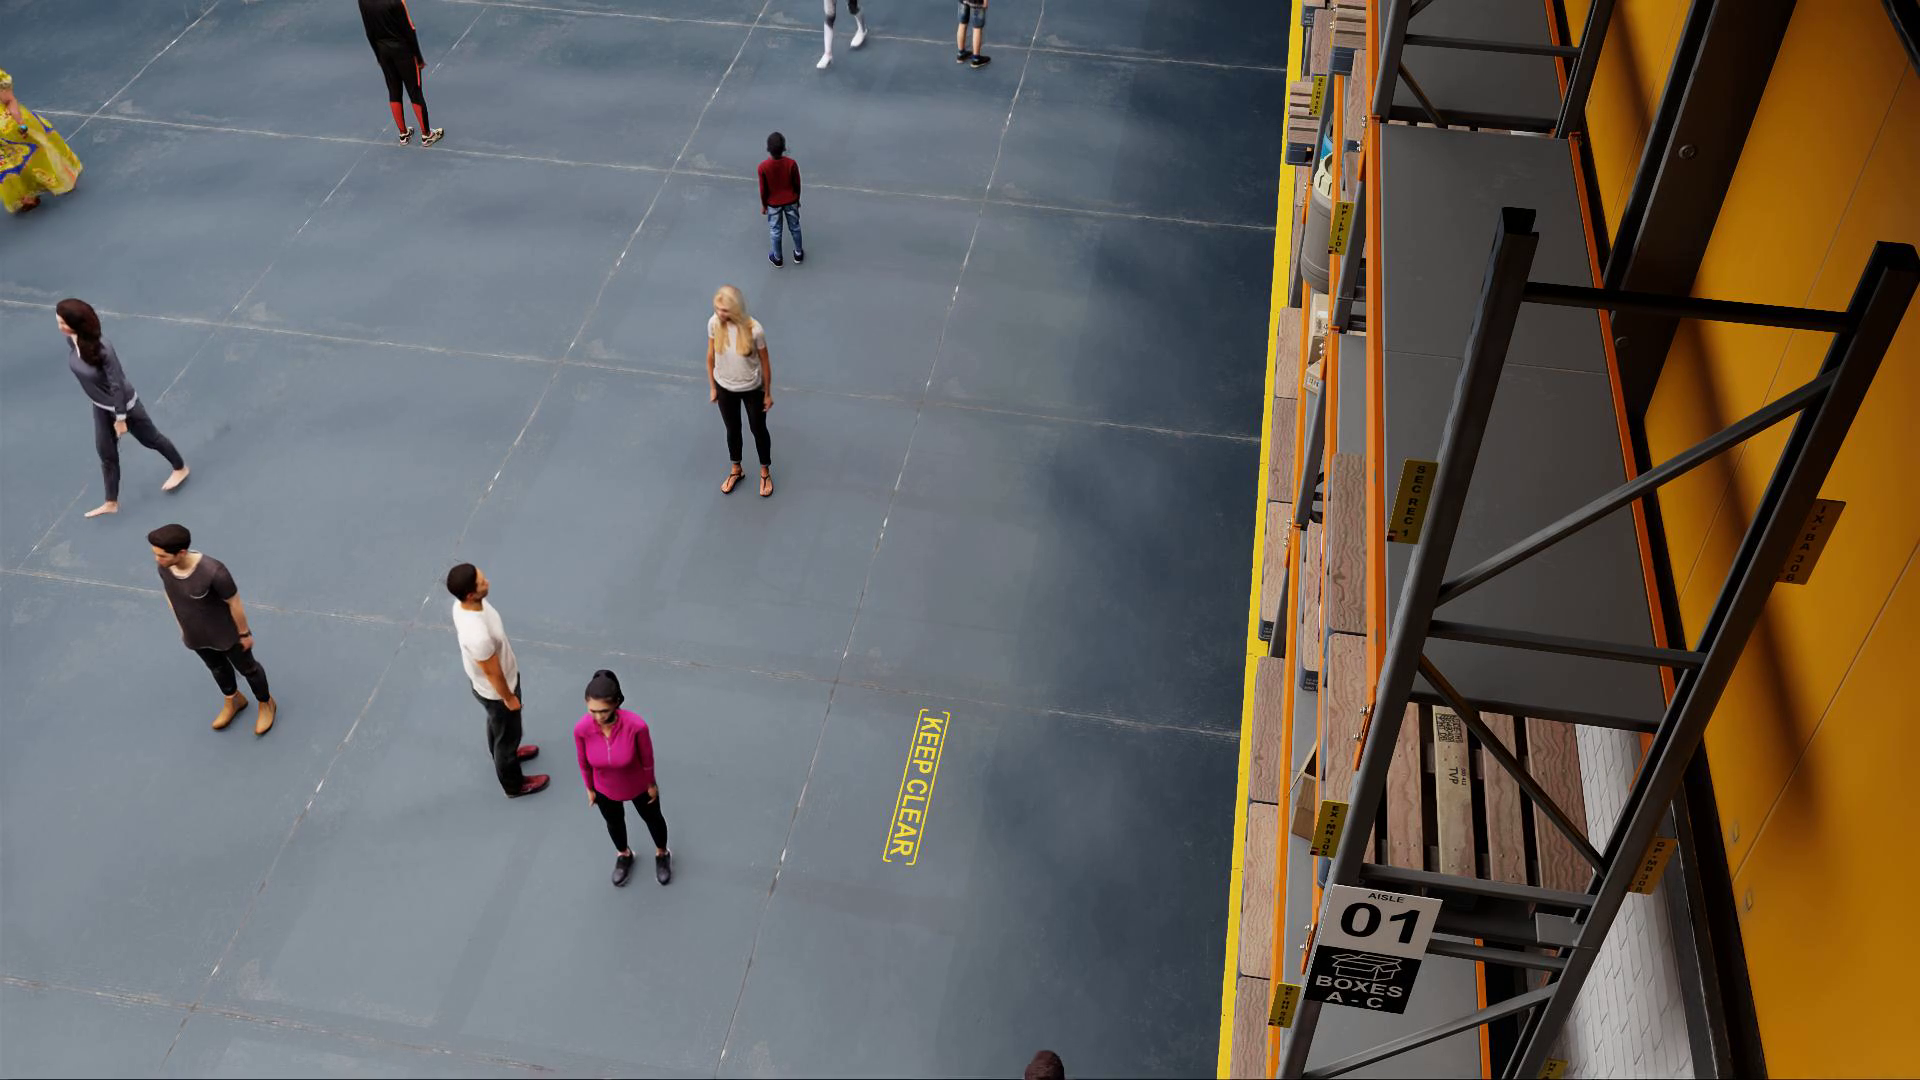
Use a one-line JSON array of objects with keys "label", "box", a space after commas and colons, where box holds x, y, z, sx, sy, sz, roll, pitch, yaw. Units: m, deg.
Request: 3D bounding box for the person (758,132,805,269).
[{"label": "person", "box": [-1.528, -2.911, 14.211, 0.578, 1.255, 0.600, -12, 45, -13]}]

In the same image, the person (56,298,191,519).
[{"label": "person", "box": [-5.949, -1.014, 11.875, 0.835, 1.731, 1.111, 19, 47, 19]}]

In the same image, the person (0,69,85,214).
[{"label": "person", "box": [-8.498, -3.625, 14.687, 0.735, 1.642, 1.042, 8, 44, 8]}]

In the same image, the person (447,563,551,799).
[{"label": "person", "box": [-2.800, 0.826, 9.901, 0.777, 1.799, 0.657, -14, 45, -14]}]

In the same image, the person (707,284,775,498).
[{"label": "person", "box": [-1.559, -1.081, 11.879, 0.594, 1.821, 0.511, 7, 44, 7]}]

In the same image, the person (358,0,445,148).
[{"label": "person", "box": [-5.262, -4.539, 15.519, 0.607, 1.808, 0.509, 7, 44, 7]}]

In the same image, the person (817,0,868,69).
[{"label": "person", "box": [-1.154, -5.697, 16.841, 0.819, 1.661, 1.181, 21, 47, 21]}]

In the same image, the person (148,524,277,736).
[{"label": "person", "box": [-4.615, 0.515, 10.283, 0.619, 1.713, 0.552, 9, 44, 9]}]

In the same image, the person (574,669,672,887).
[{"label": "person", "box": [-1.905, 1.360, 9.415, 0.626, 1.697, 0.626, -2, 44, -2]}]

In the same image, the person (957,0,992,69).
[{"label": "person", "box": [0.110, -5.502, 16.791, 0.614, 1.448, 0.629, 26, 50, 25]}]
